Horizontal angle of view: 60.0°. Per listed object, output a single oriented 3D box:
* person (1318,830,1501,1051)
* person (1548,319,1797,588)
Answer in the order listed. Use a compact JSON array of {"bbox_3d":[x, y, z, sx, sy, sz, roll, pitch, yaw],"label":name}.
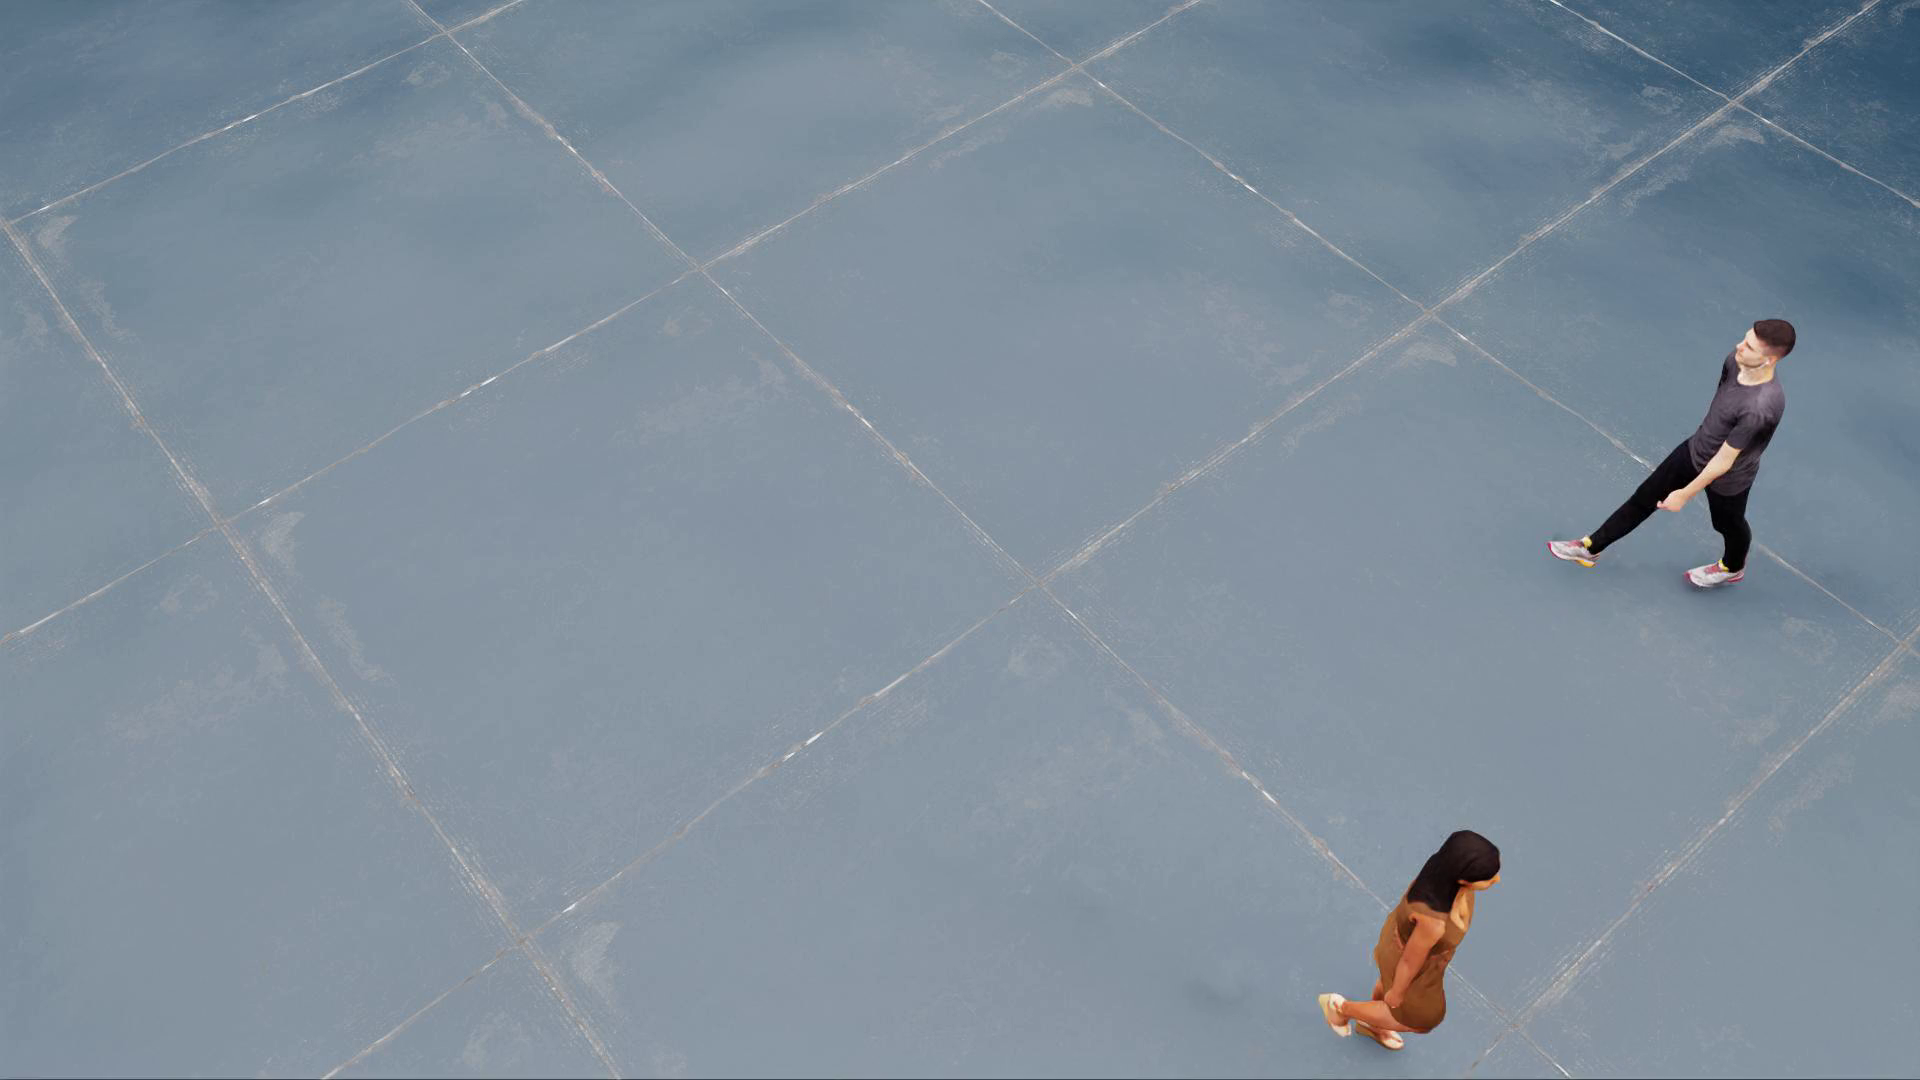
[{"bbox_3d":[1.644,1.530,6.295,0.770,1.679,0.719,24,56,18],"label":"person"},{"bbox_3d":[3.583,-0.317,7.710,1.260,1.704,1.125,-1,52,-1],"label":"person"}]
